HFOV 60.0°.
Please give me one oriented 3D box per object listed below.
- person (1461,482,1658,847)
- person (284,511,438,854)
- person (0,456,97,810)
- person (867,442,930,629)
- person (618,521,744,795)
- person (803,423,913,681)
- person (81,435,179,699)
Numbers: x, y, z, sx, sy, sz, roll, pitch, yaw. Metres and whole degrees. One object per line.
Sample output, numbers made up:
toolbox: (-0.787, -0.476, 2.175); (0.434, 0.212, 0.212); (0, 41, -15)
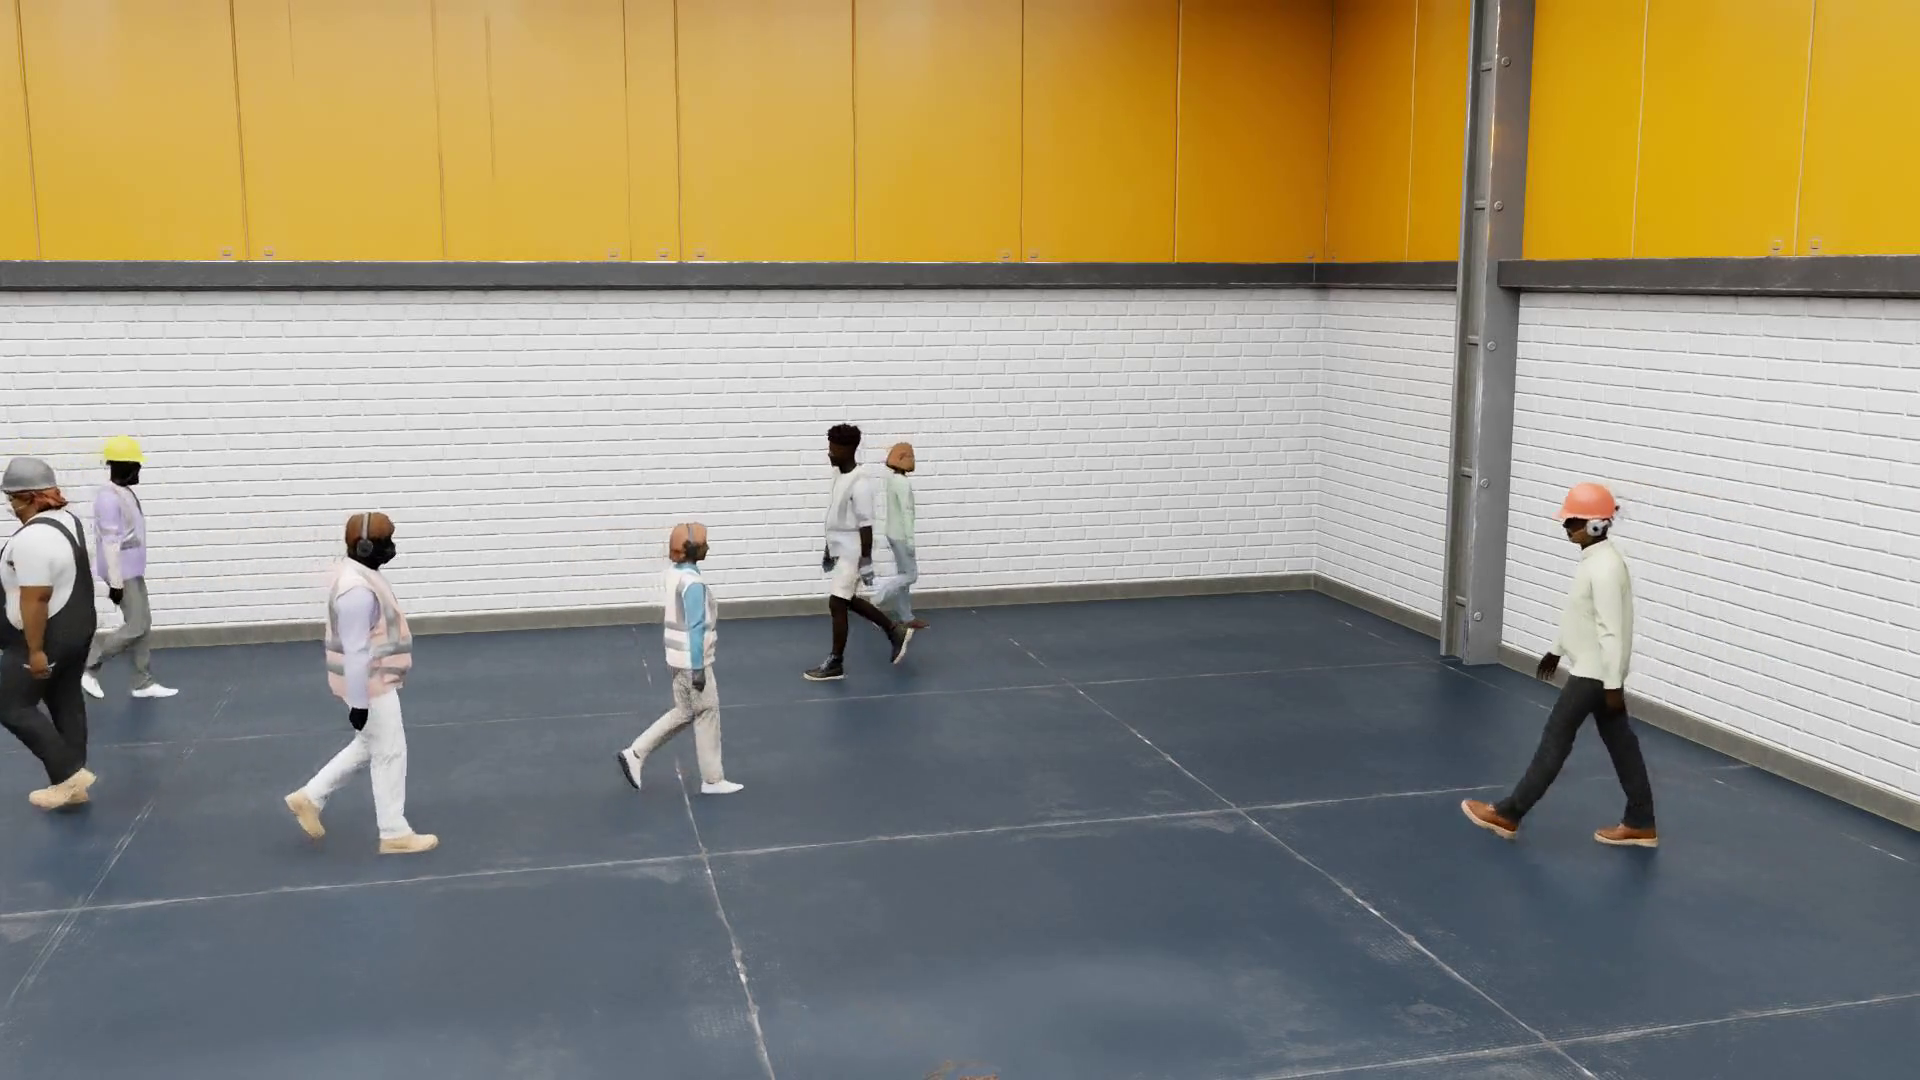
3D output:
person: (3.237, 0.660, 8.788); (1.033, 1.938, 0.622); (4, 10, 21)
person: (-3.143, 0.750, 8.626); (0.676, 1.822, 0.631); (-3, 10, -20)
person: (-5.171, 0.521, 9.369); (0.536, 2.000, 0.693); (-1, 9, -4)
person: (-0.535, -0.023, 14.049); (0.528, 1.619, 0.512); (-2, 9, -15)
person: (-1.616, 0.699, 9.576); (0.644, 1.620, 0.520); (-4, 10, -23)
person: (-0.757, 0.078, 12.456); (0.819, 1.945, 0.626); (-3, 10, -19)
person: (-5.940, 0.210, 11.736); (0.573, 1.910, 0.587); (-3, 9, -15)
